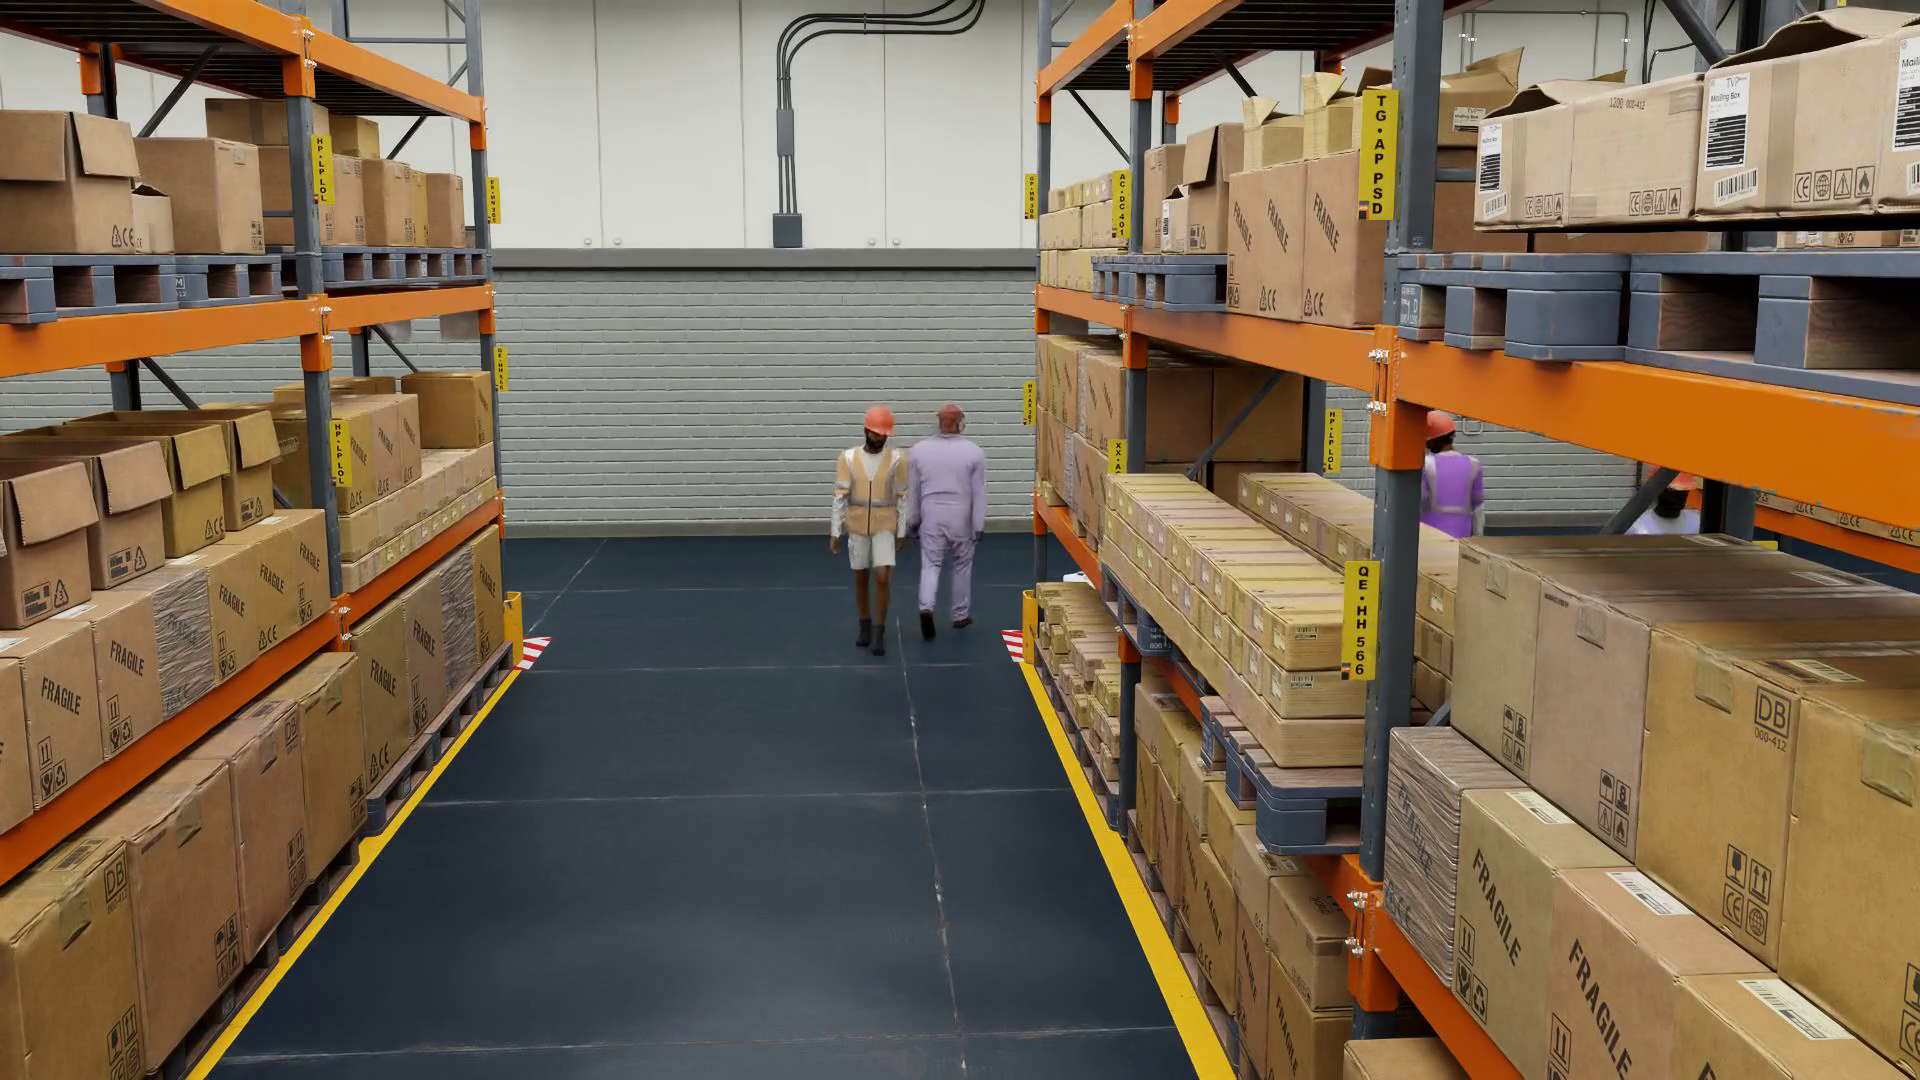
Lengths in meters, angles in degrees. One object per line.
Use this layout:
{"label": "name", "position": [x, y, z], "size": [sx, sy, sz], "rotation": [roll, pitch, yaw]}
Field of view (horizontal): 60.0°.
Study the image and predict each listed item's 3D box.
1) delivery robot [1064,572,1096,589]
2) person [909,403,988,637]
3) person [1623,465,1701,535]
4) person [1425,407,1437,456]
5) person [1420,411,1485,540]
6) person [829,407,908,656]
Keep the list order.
{"label": "delivery robot", "position": [1.168, 0.418, 13.575], "size": [0.477, 0.478, 0.707], "rotation": [-7, 12, -38]}
{"label": "person", "position": [-0.100, -0.164, 13.393], "size": [0.664, 1.876, 0.817], "rotation": [2, 10, 11]}
{"label": "person", "position": [4.059, 0.455, 9.604], "size": [0.575, 1.924, 0.415], "rotation": [-1, 10, -5]}
{"label": "person", "position": [4.110, -0.434, 14.589], "size": [0.862, 2.011, 0.615], "rotation": [3, 10, 17]}
{"label": "person", "position": [3.644, -0.002, 12.383], "size": [0.679, 1.910, 0.573], "rotation": [0, 10, -3]}
{"label": "person", "position": [-0.704, -0.068, 12.756], "size": [0.587, 1.892, 0.833], "rotation": [1, 10, 3]}
